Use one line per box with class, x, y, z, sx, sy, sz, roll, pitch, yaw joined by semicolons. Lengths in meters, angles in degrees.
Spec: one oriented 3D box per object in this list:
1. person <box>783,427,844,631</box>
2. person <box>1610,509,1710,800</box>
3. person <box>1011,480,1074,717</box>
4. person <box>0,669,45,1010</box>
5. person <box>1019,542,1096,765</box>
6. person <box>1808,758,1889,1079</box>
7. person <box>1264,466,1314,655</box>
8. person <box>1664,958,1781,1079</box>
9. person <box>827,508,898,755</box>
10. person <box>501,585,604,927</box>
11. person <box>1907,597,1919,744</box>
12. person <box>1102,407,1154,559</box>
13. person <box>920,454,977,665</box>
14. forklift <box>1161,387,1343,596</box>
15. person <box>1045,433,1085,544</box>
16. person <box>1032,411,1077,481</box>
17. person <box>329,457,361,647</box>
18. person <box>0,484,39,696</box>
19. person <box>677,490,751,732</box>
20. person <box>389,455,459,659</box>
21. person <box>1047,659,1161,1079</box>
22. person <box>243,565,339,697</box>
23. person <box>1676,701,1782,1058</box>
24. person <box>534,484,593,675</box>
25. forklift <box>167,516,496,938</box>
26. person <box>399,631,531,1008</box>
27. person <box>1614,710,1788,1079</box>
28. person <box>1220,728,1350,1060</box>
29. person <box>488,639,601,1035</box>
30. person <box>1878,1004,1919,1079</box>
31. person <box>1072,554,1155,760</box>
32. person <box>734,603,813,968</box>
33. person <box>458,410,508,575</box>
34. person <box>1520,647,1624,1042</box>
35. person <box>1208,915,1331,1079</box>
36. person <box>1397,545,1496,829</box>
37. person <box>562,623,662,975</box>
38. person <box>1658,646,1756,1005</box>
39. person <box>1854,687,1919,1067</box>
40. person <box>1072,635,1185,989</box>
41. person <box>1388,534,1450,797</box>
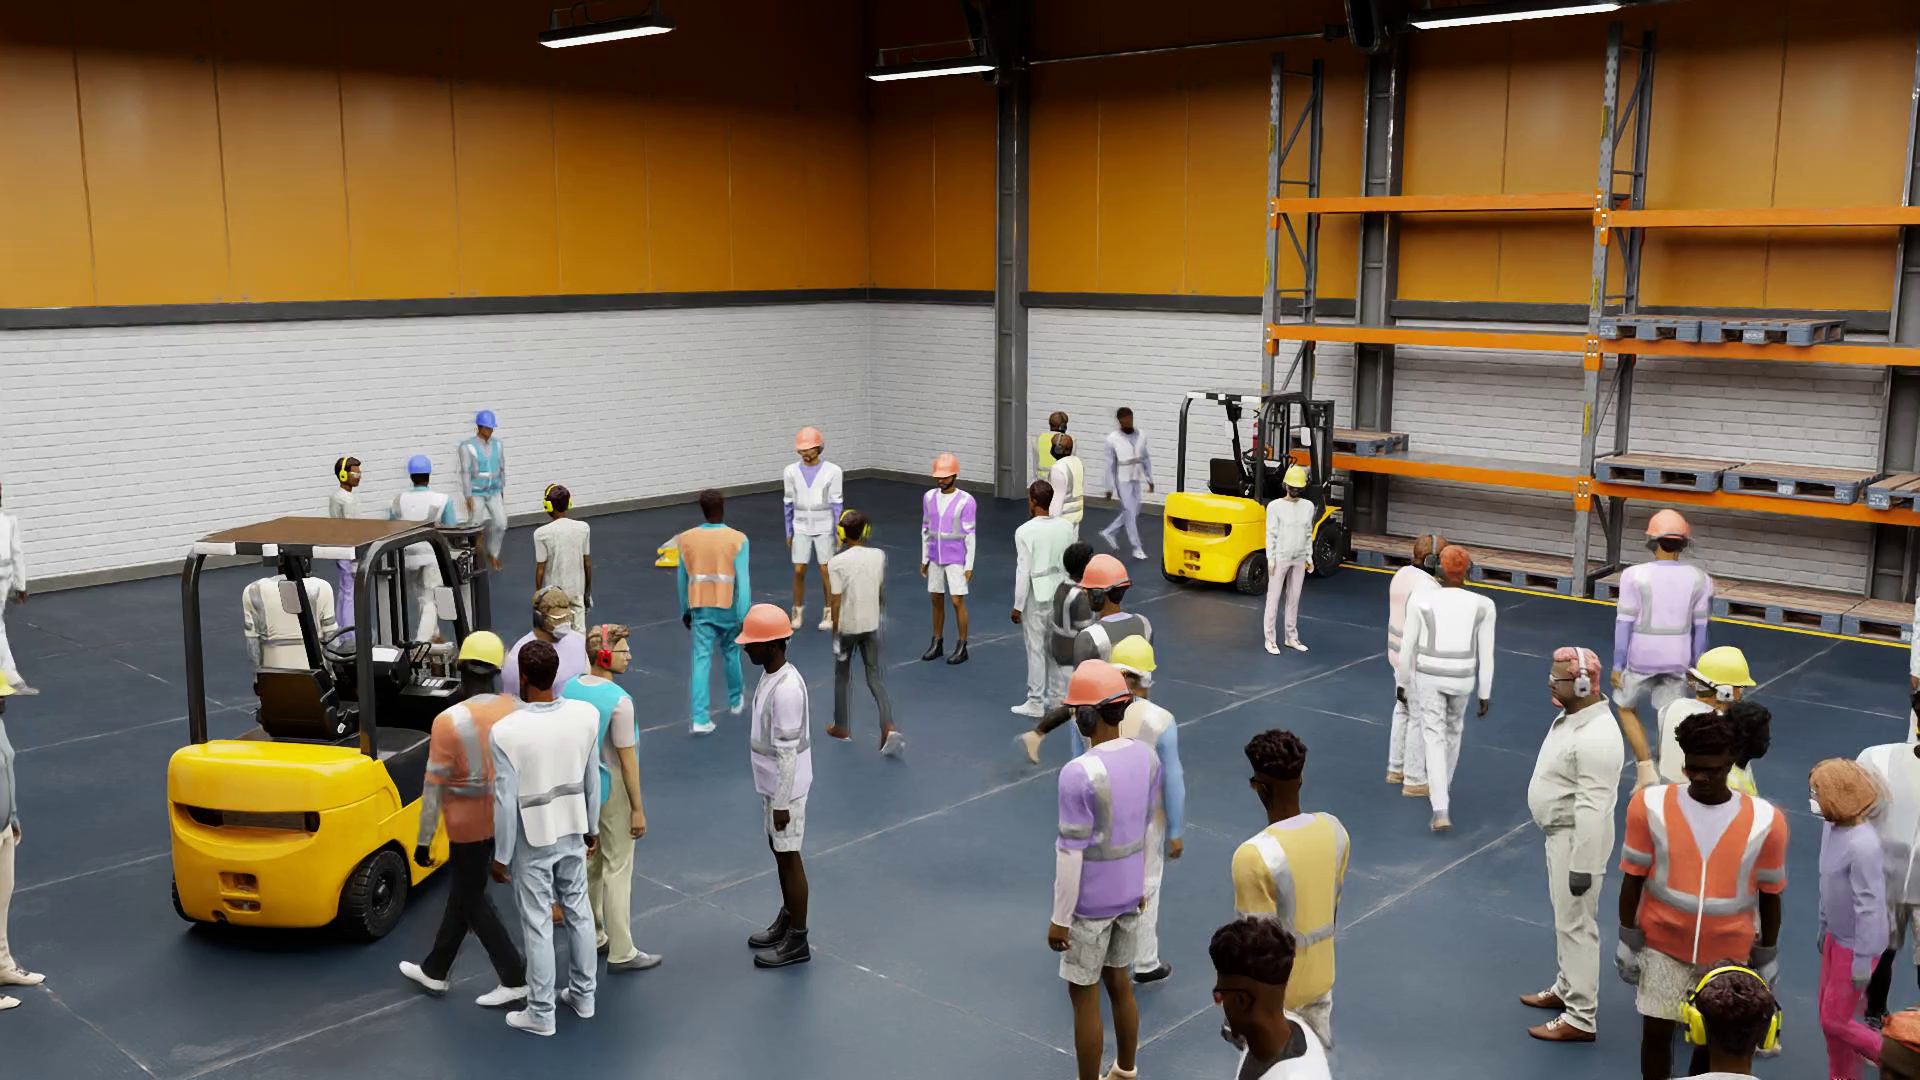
person;-1.444;-0.102;16.362;0.620;2.031;0.407;1;10;8
person;4.693;0.805;11.195;0.630;2.027;0.445;0;10;-1
person;0.666;0.471;13.409;0.592;1.919;0.389;-9;13;-42
person;-4.820;1.454;8.280;0.337;1.757;0.517;-2;10;-11
person;0.776;0.835;12.009;0.667;1.672;0.539;-2;10;-11
person;3.838;1.730;7.099;0.497;1.607;0.536;2;10;12
person;3.075;0.184;15.492;0.523;1.763;0.329;-4;11;-24
person;2.072;2.056;4.569;0.513;1.860;0.325;3;10;16
person;-0.746;0.678;12.491;0.488;1.832;0.891;-5;11;-26
person;-2.269;1.191;9.296;0.381;1.929;0.636;5;11;25
person;6.789;0.907;11.419;0.492;1.746;0.284;2;10;9
person;1.991;-0.715;20.326;0.653;1.868;0.728;-7;12;-36
person;-0.119;0.171;15.102;0.549;1.928;0.388;6;12;31
forklift;3.298;-0.608;18.767;1.214;2.155;2.313;9;13;42
person;1.070;-0.210;17.506;0.430;1.845;0.619;5;11;26
person;1.153;-0.612;19.798;0.624;1.844;0.430;9;13;41
person;-5.619;0.163;15.321;0.335;1.865;0.519;-6;12;-32
person;-8.277;0.394;14.134;0.957;1.851;0.595;4;11;20
person;-1.926;0.548;13.144;0.628;1.862;1.021;1;10;6
person;-4.891;0.170;15.228;0.623;1.895;0.976;2;10;10
person;0.593;1.514;7.163;0.402;2.031;0.614;9;13;40
person;-4.461;0.861;11.164;0.585;1.929;0.370;-2;10;-11
person;3.654;1.574;7.823;0.687;1.670;0.548;4;11;21
person;-3.244;0.468;13.614;0.508;1.858;0.334;-8;13;-38
forklift;-3.583;0.976;9.748;1.214;2.155;2.313;2;10;11
person;-2.480;1.386;8.281;0.713;1.875;0.614;3;10;17
person;3.005;1.629;6.784;0.623;1.943;0.454;4;11;23
person;1.227;1.685;6.385;0.608;1.958;0.386;-9;13;-41
person;-1.977;1.422;7.998;0.386;1.918;0.596;9;13;40
person;2.616;2.090;4.393;0.732;1.863;0.590;-3;10;-16
person;0.844;1.088;9.588;0.602;2.035;0.404;-9;13;-41
person;-0.978;1.281;8.774;0.388;1.930;0.544;-3;10;-15
person;-5.474;-0.545;19.166;0.458;1.925;0.630;10;14;44
person;2.917;1.440;7.962;0.399;1.899;0.650;2;10;12
person;0.895;2.003;4.629;0.431;1.941;0.724;1;10;4
person;3.198;0.949;10.939;0.589;1.848;0.961;0;10;3
person;-1.849;1.343;8.660;0.570;1.841;0.380;10;14;44
person;3.708;1.418;8.312;0.403;1.817;0.602;-2;10;-11
person;4.208;1.543;7.337;0.612;1.902;0.926;7;12;35
person;0.864;1.386;8.472;0.627;1.823;0.404;7;12;33
person;3.175;0.861;11.462;0.429;1.830;0.635;-1;10;-8
